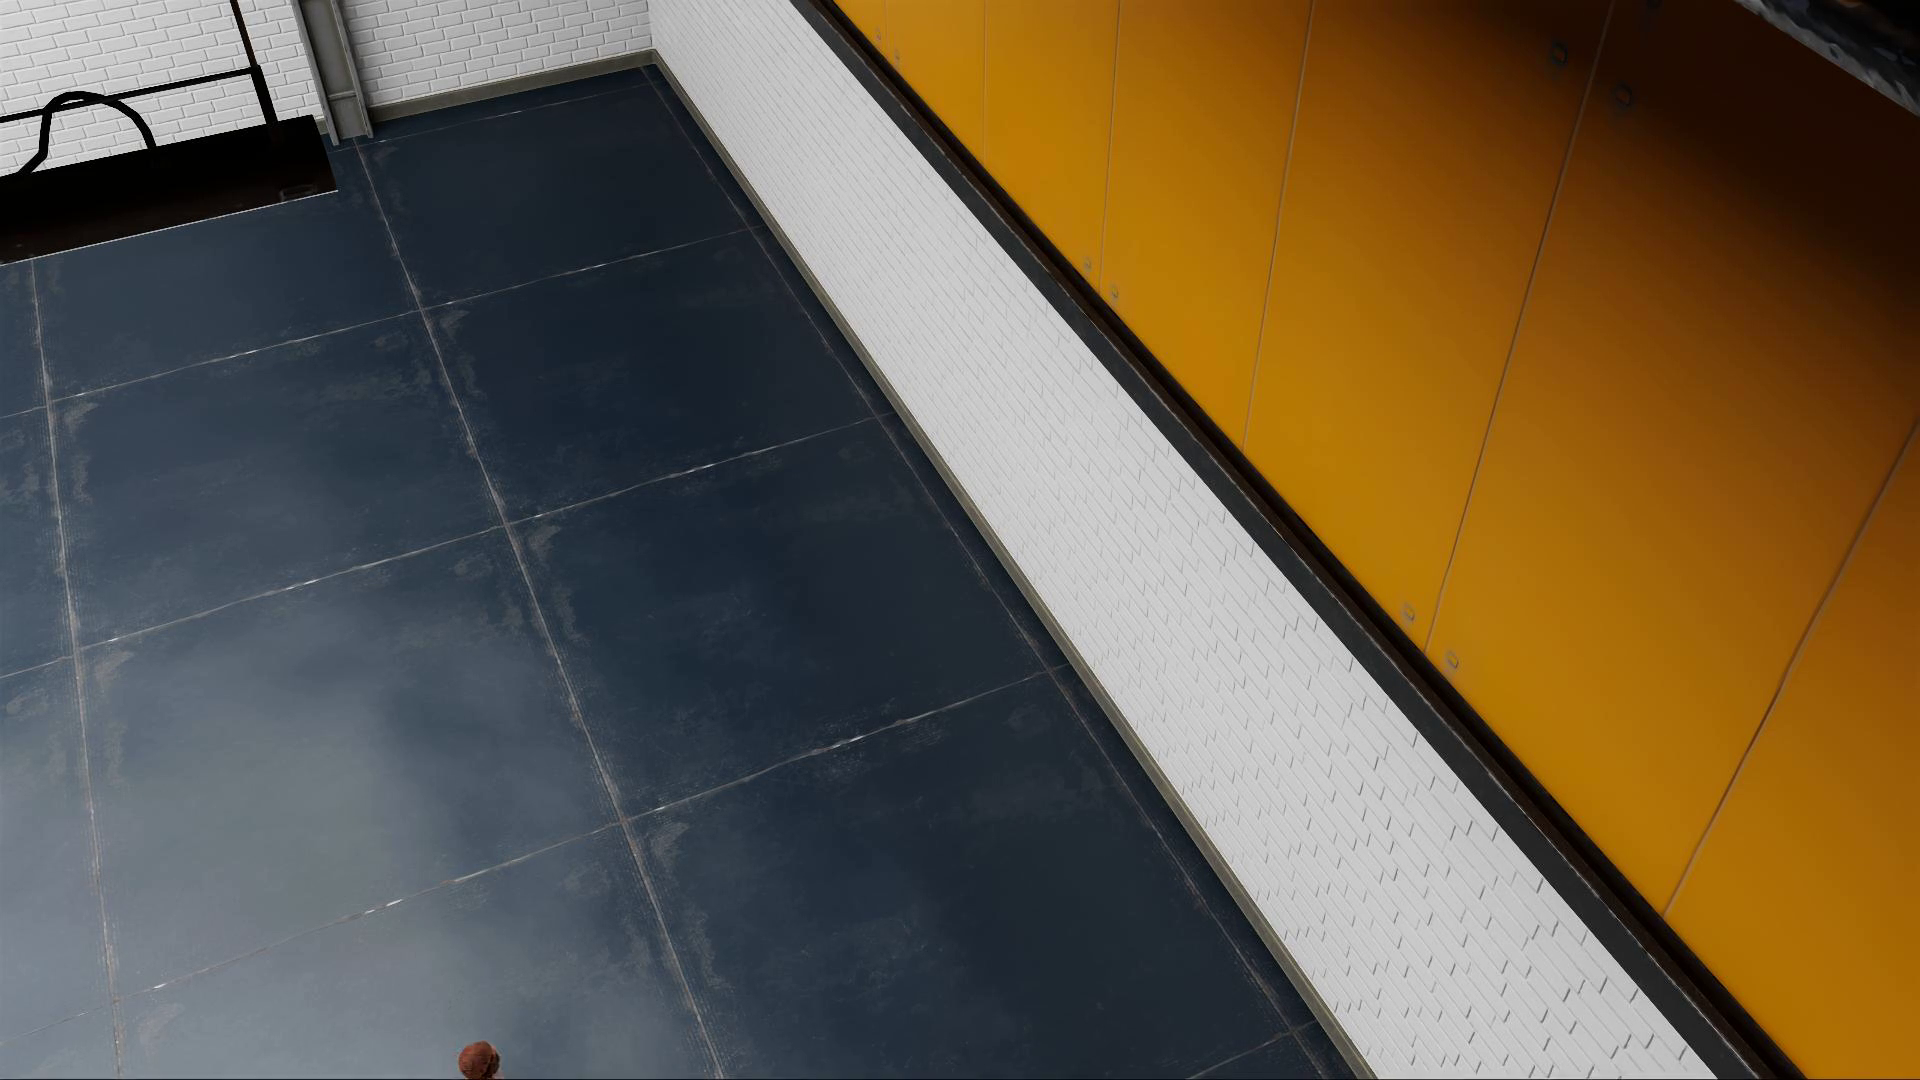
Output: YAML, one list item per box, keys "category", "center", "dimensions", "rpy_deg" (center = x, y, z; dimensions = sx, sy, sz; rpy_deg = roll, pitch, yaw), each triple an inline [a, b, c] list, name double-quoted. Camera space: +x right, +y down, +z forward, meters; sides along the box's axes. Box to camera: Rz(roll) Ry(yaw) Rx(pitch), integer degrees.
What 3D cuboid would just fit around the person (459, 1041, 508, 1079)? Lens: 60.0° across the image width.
- category: "person"
  center: [-2.365, 2.912, 8.343]
  dimensions: [0.784, 1.182, 0.482]
  rpy_deg: [-20, 47, -20]
